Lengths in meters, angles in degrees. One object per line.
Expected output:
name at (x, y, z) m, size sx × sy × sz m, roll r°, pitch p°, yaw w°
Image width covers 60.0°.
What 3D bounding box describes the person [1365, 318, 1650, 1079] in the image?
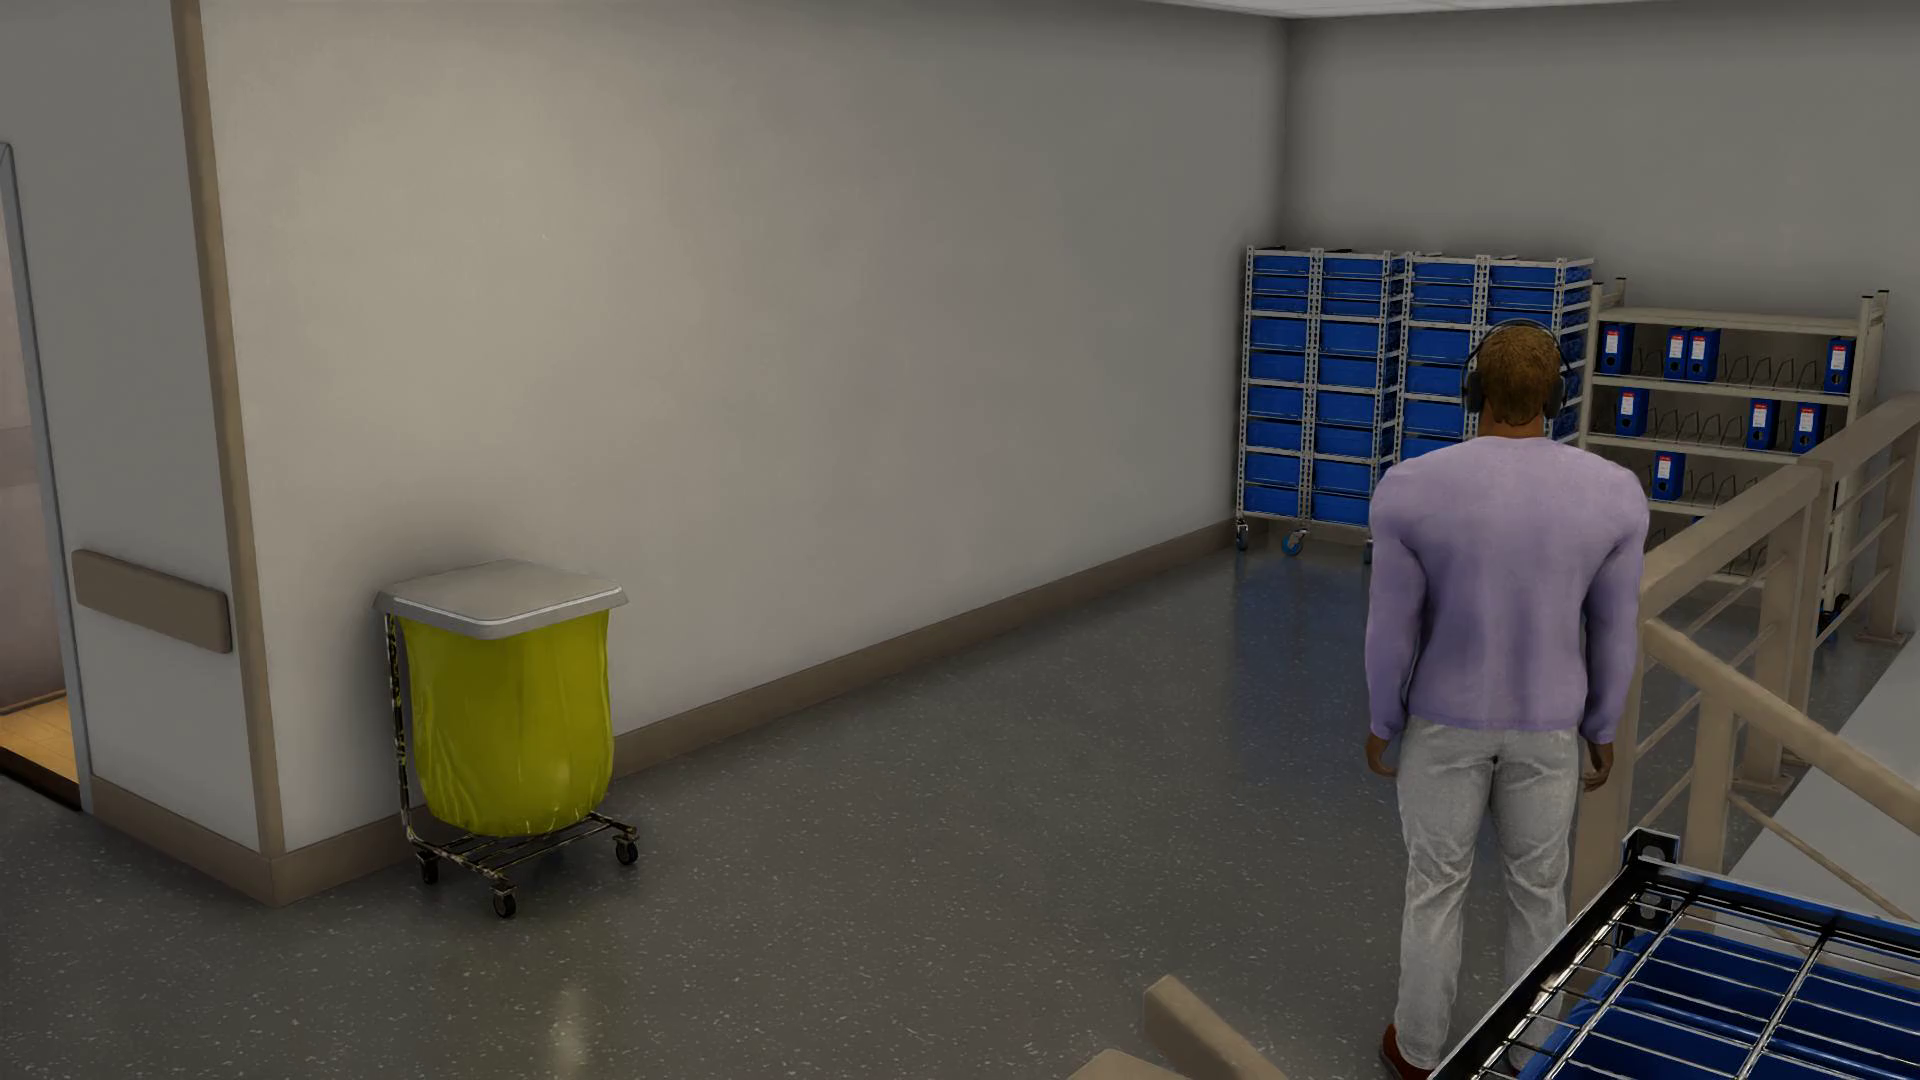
person at (1.278, 0.439, 4.010) m, size 0.632 × 1.940 × 0.372 m, roll 2°, pitch 14°, yaw 8°
